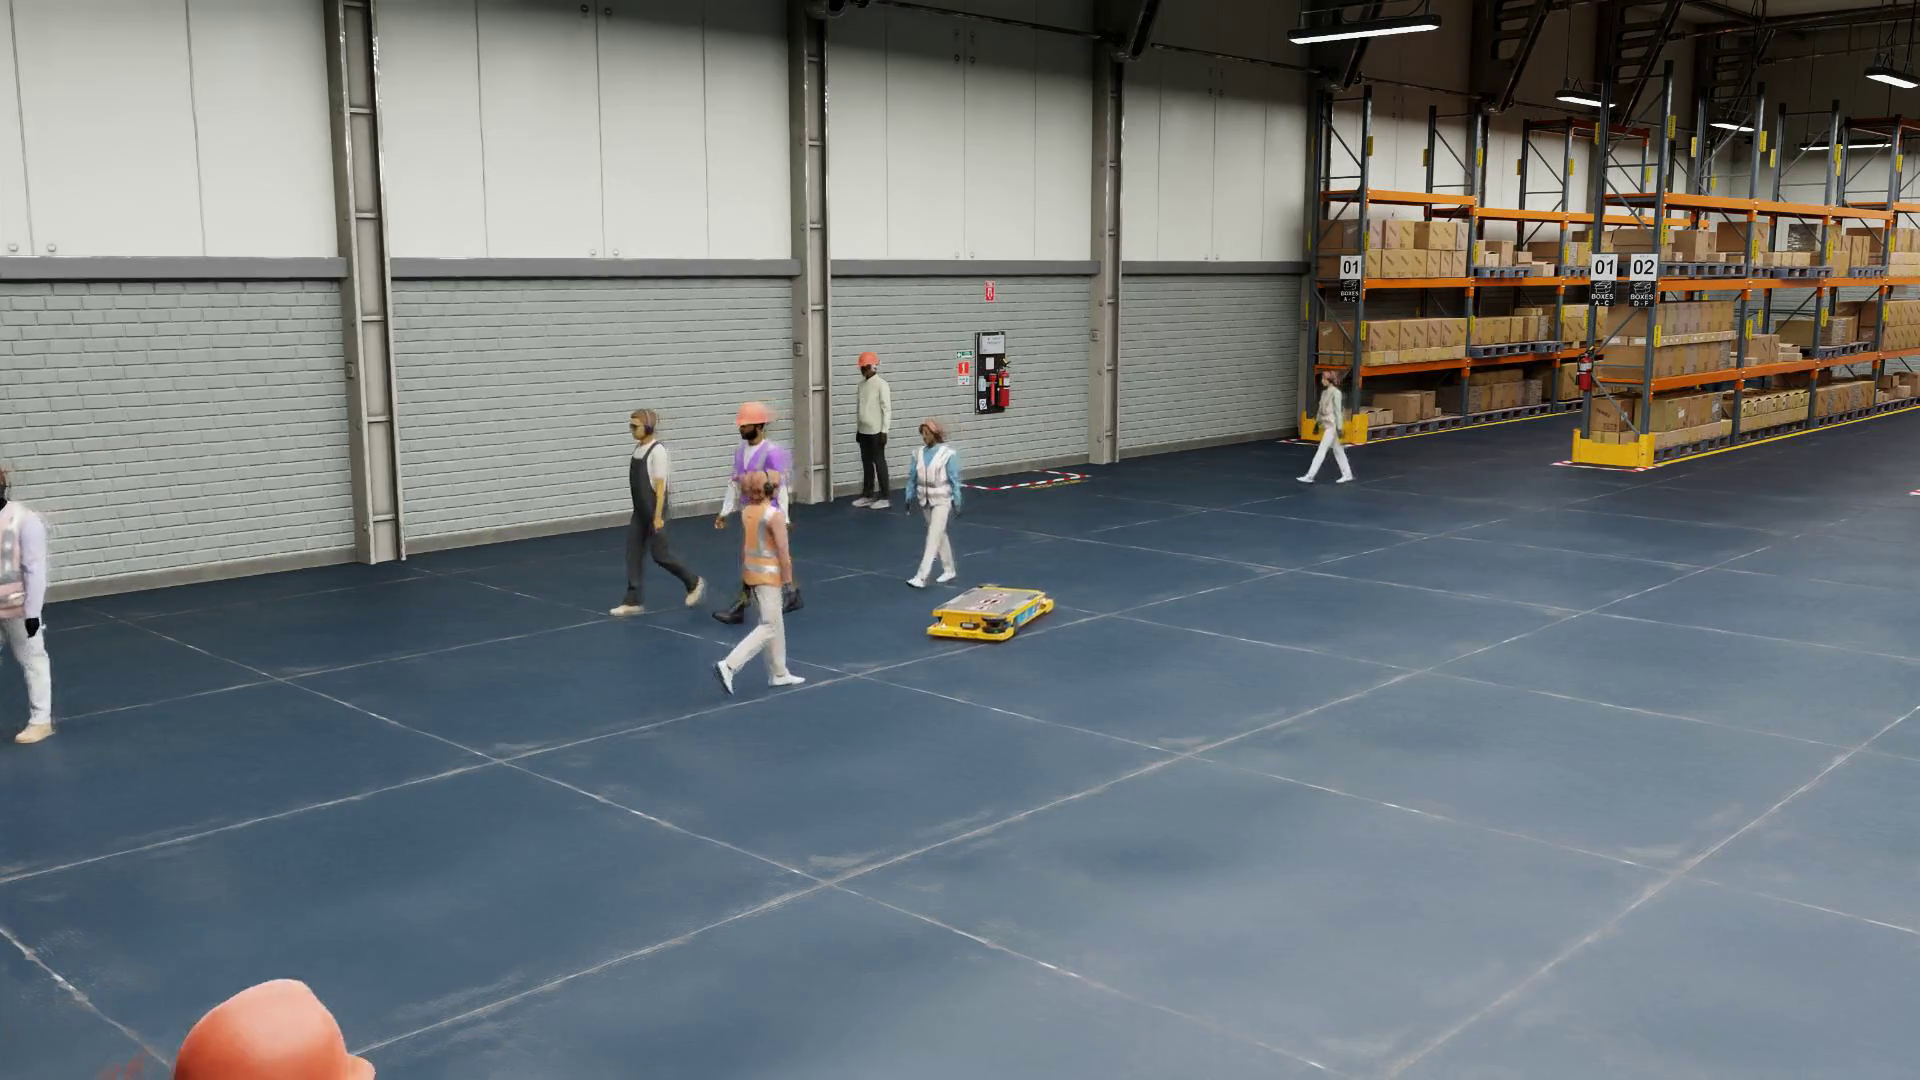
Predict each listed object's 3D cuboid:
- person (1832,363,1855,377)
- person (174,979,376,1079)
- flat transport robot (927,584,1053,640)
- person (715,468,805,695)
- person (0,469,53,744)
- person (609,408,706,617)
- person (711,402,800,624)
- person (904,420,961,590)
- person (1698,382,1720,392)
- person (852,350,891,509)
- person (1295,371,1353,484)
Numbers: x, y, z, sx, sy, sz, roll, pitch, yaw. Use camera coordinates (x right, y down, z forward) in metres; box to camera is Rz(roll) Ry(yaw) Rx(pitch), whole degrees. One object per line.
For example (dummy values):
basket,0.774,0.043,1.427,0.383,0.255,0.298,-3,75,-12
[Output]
person,20.263,-4.129,38.121,0.455,1.844,0.605,-4,10,-22
person,-1.044,1.633,2.756,0.570,1.919,0.649,7,12,36
flat transport robot,0.273,0.599,14.085,0.652,0.197,1.431,3,10,20
person,-1.438,0.296,11.837,0.688,1.614,0.525,-6,11,-32
person,-6.030,0.450,10.318,0.654,1.802,0.901,1,9,6
person,-2.677,-0.252,14.558,0.817,1.823,0.518,-8,12,-39
person,-1.740,-0.242,14.315,0.980,1.893,0.556,-8,12,-39
person,-0.277,-0.337,15.780,0.537,1.590,0.872,8,12,39
person,15.443,-3.522,34.248,0.761,1.893,0.631,-8,12,-39
person,-1.126,-1.391,20.971,0.396,1.992,0.622,-8,12,-39
person,5.151,-1.573,23.302,0.880,1.586,0.539,-1,9,-7
